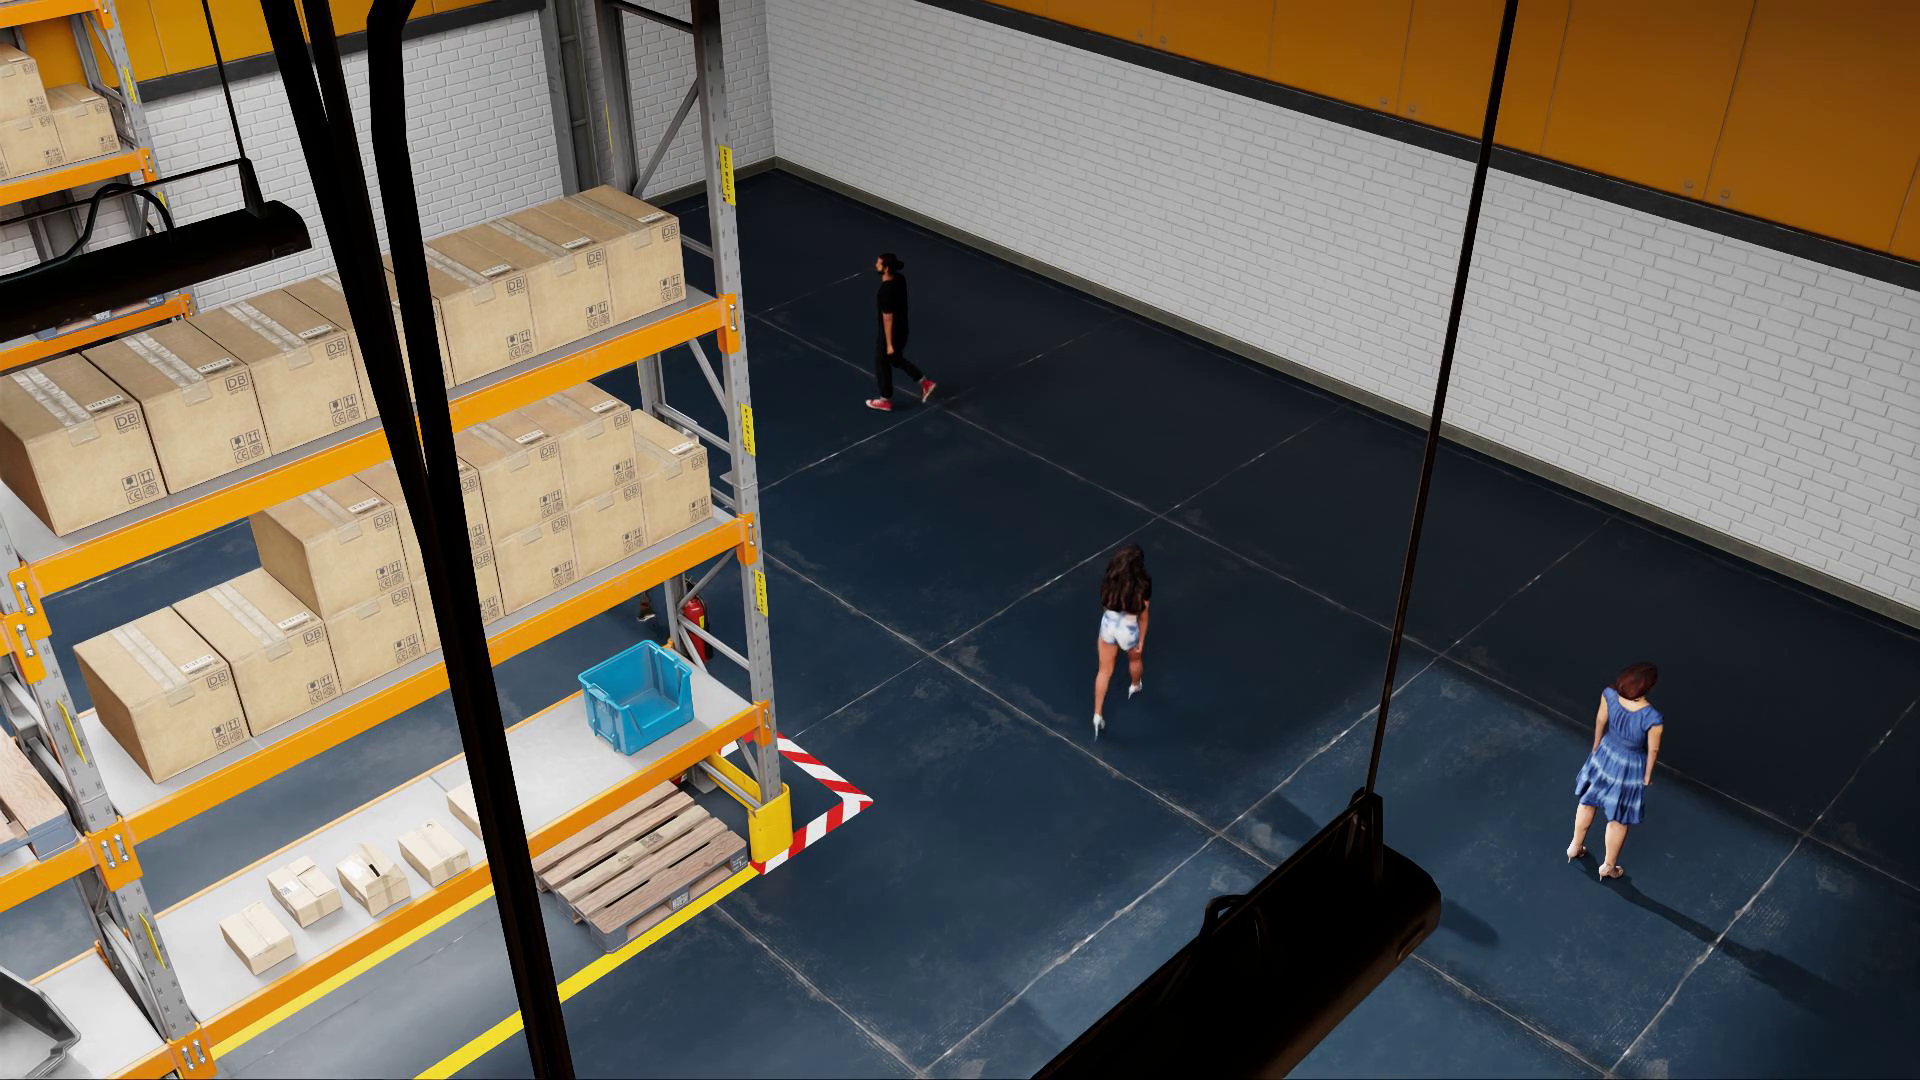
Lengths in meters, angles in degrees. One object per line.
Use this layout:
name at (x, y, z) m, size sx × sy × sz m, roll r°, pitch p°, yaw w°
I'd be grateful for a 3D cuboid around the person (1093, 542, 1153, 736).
person at (1.182, 0.767, 12.618) m, size 0.796 × 1.587 × 1.078 m, roll 15°, pitch 37°, yaw 22°

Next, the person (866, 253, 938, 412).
person at (-0.599, -2.078, 16.762) m, size 0.963 × 1.740 × 1.013 m, roll 10°, pitch 35°, yaw 14°

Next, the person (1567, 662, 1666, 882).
person at (4.451, 1.554, 11.238) m, size 0.589 × 1.806 × 0.685 m, roll -24°, pitch 40°, yaw -32°
